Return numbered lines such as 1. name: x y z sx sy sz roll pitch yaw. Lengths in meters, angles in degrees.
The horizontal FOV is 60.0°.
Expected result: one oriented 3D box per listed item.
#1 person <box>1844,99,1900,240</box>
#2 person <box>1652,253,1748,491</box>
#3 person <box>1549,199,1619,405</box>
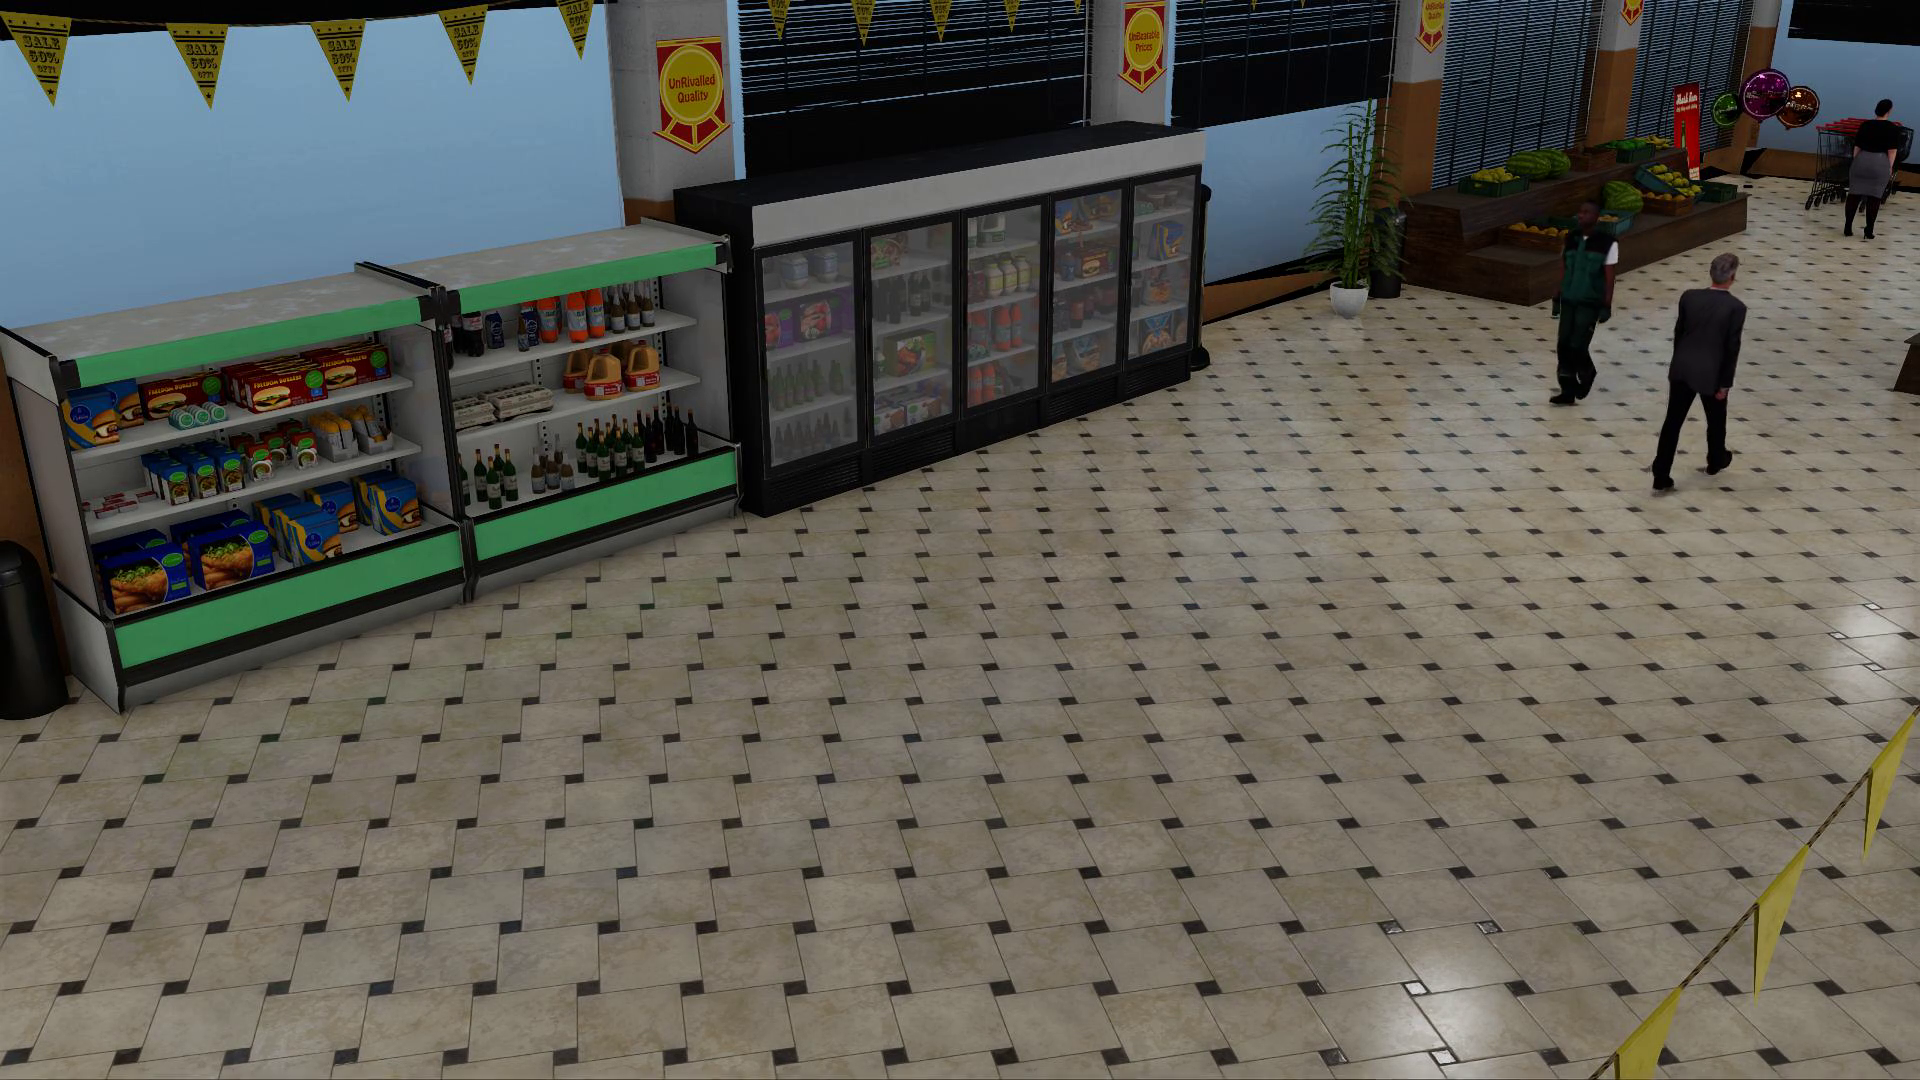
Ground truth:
1. person: 11.722 -4.776 21.400 0.636 1.758 0.690 -17 27 -36
2. person: 5.523 -1.220 12.503 0.706 1.793 1.136 20 29 41
3. person: 5.509 -2.081 14.598 0.775 1.830 0.748 -16 27 -34
